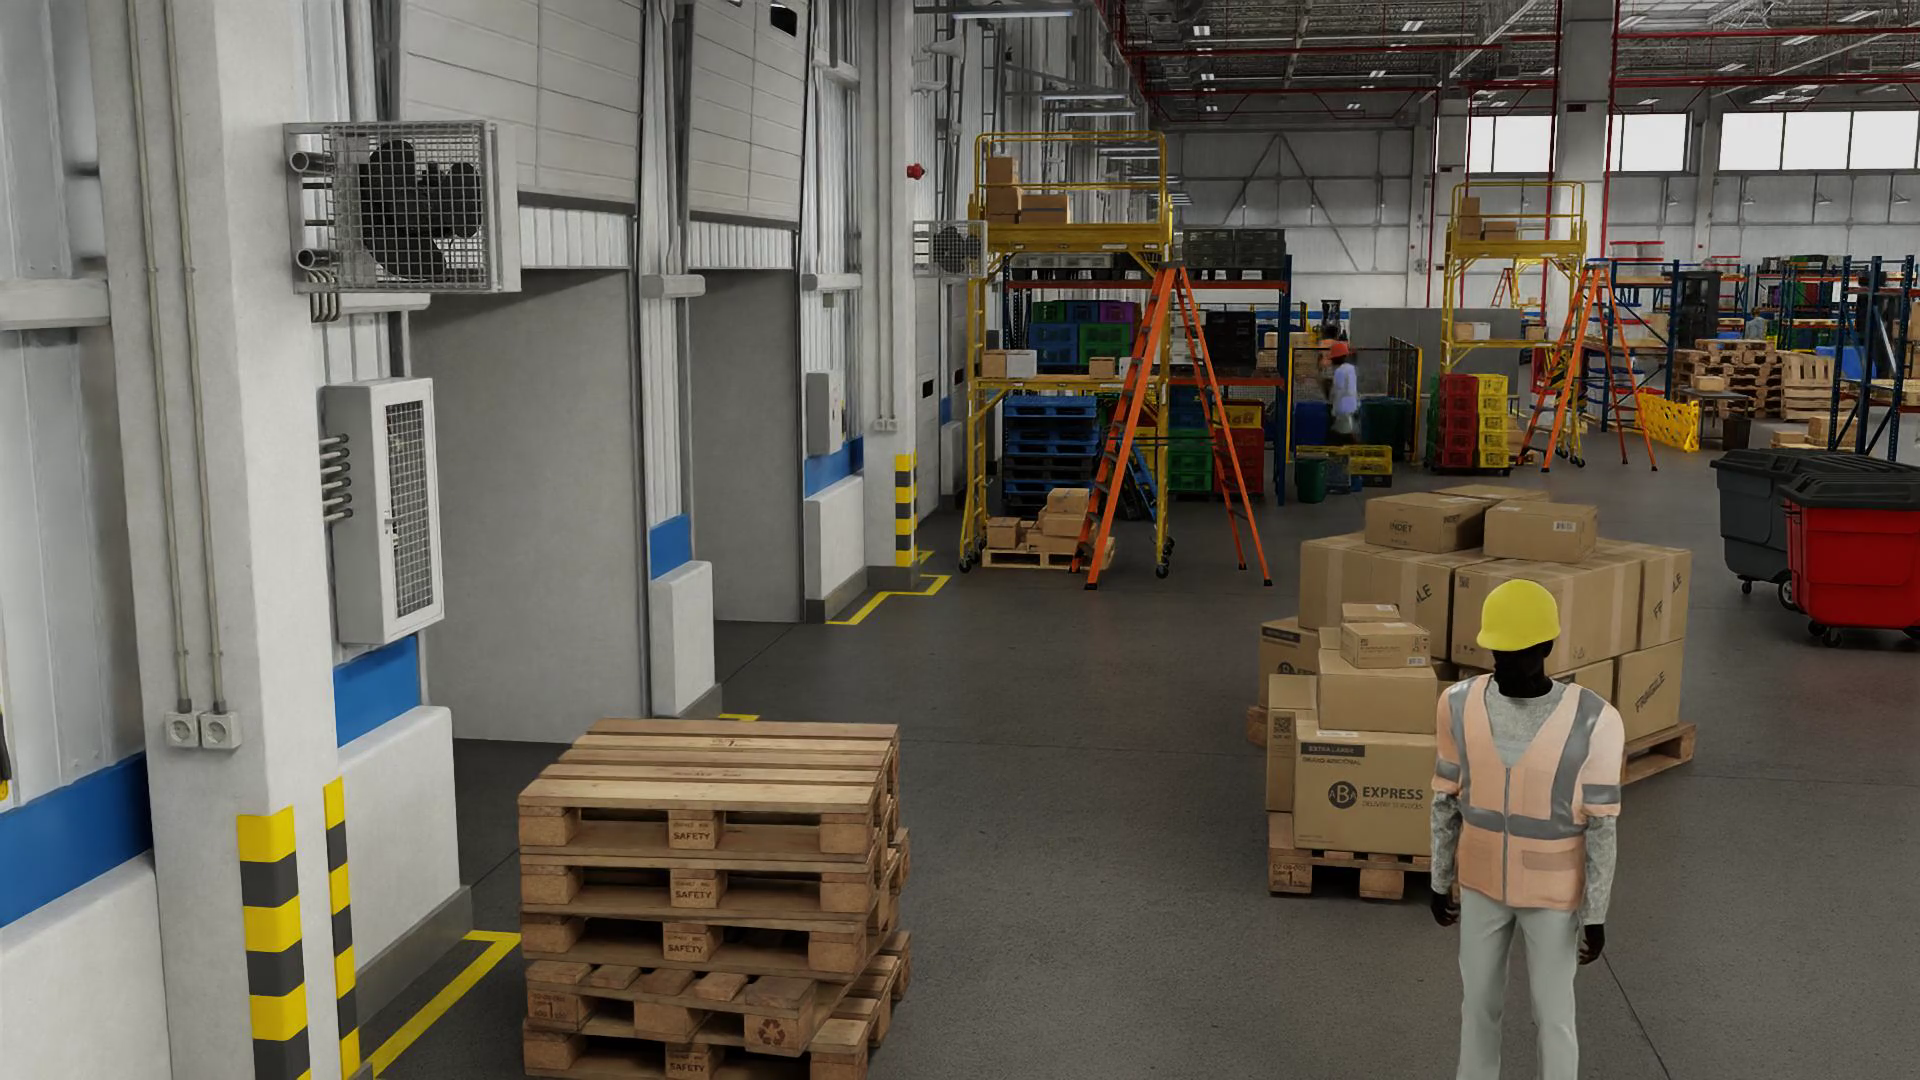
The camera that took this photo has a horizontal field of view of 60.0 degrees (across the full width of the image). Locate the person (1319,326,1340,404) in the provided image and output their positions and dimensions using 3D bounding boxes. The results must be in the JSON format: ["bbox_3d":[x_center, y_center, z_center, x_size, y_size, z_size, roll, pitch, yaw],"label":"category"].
[{"bbox_3d":[7.863,-3.699,35.248,0.386,1.676,0.542,-6,11,-32],"label":"person"}]

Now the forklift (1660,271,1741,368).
[{"bbox_3d":[21.211,-6.265,47.408,1.873,2.768,1.129,-3,10,-17],"label":"forklift"}]

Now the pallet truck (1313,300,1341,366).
[{"bbox_3d":[11.159,-6.200,49.718,0.823,1.965,1.885,4,10,26],"label":"pallet truck"}]

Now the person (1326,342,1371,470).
[{"bbox_3d":[5.341,-1.821,23.142,0.972,1.876,0.583,6,11,31],"label":"person"}]

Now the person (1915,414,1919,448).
[{"bbox_3d":[15.608,-2.339,26.707,0.319,1.739,0.485,9,13,43],"label":"person"}]

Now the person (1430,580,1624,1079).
[{"bbox_3d":[1.726,1.064,5.171,0.586,1.918,0.398,7,12,37],"label":"person"}]

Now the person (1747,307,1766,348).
[{"bbox_3d":[20.148,-4.941,42.153,0.627,1.934,0.370,-8,12,-40],"label":"person"}]

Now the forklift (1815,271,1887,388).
[{"bbox_3d":[20.825,-4.777,38.230,1.873,2.768,1.129,1,9,9],"label":"forklift"}]
